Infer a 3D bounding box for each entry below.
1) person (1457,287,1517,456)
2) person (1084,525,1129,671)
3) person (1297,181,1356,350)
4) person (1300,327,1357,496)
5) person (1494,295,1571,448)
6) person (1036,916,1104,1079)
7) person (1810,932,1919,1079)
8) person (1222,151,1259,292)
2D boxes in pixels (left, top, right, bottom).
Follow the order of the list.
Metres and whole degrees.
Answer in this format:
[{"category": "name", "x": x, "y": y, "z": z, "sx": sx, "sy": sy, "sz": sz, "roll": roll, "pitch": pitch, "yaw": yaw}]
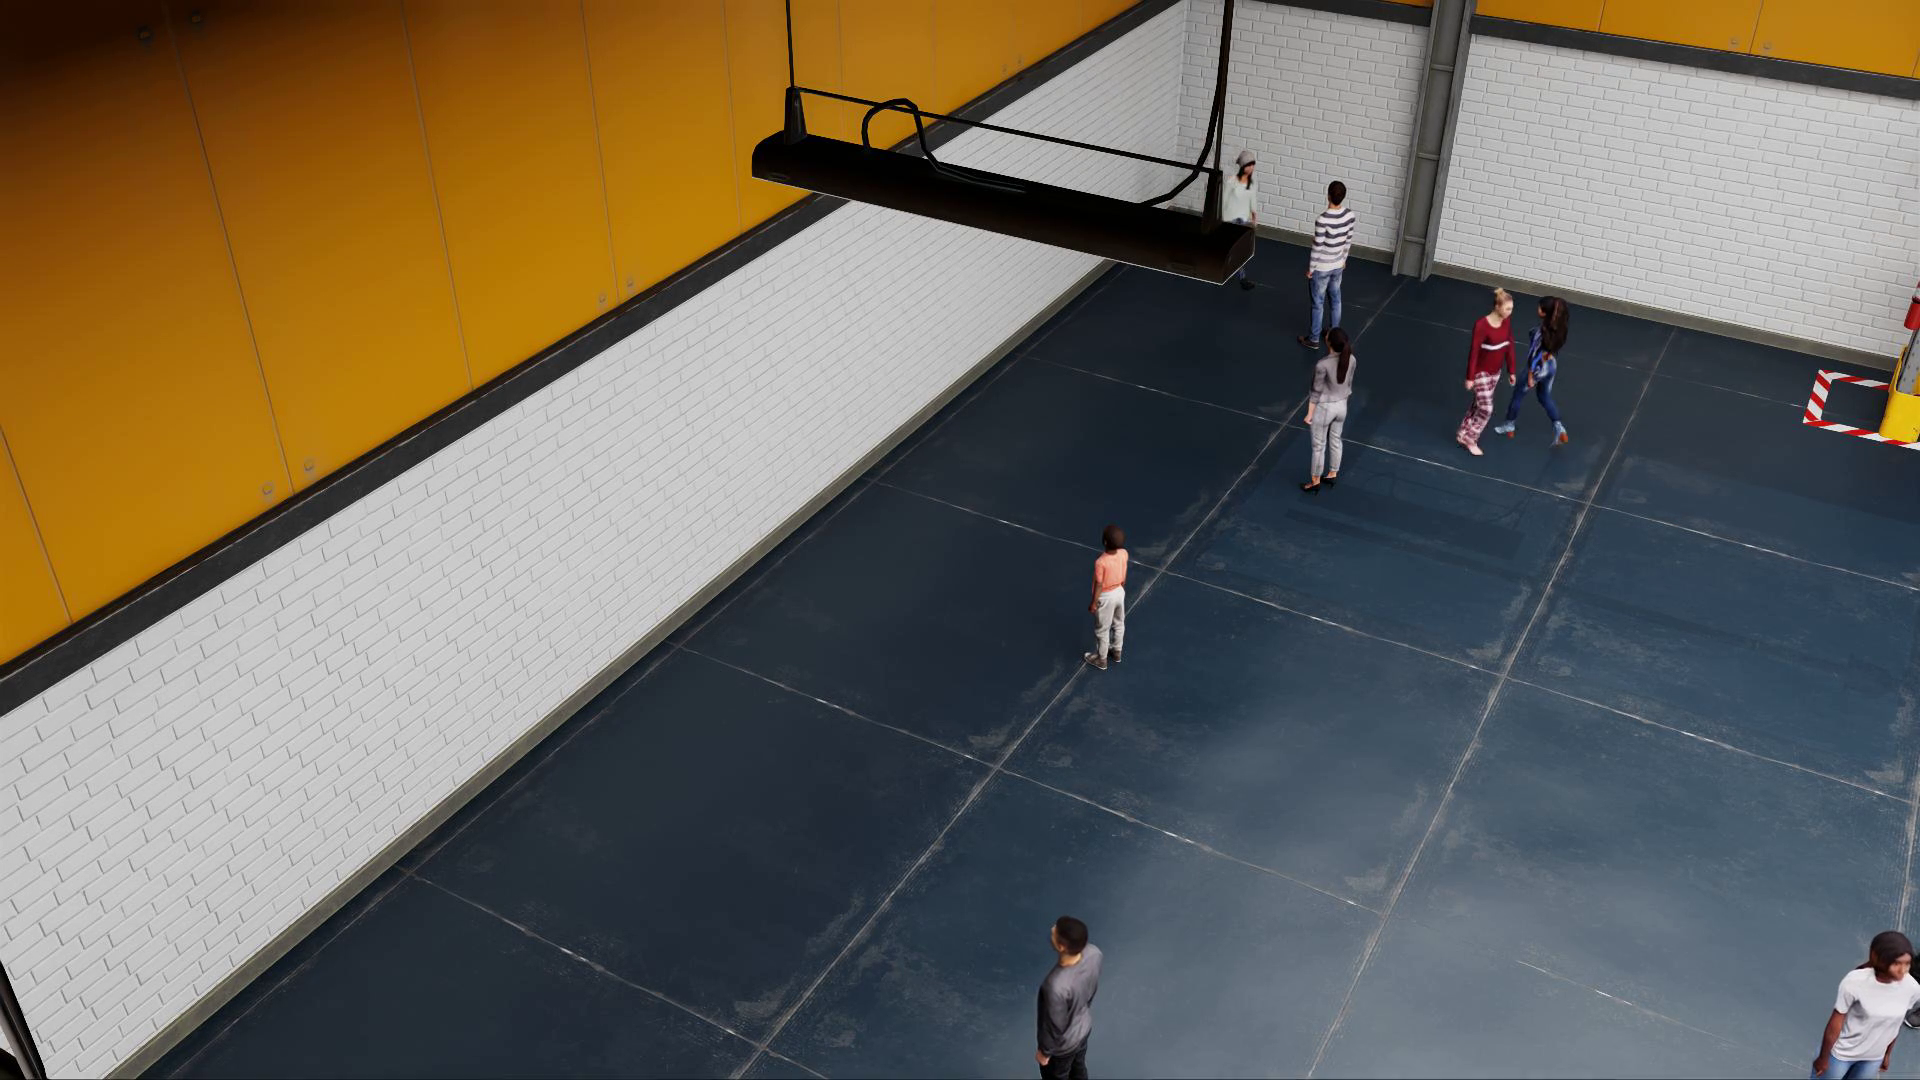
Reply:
[{"category": "person", "x": 4.993, "y": -1.654, "z": 15.978, "sx": 0.729, "sy": 1.693, "sz": 0.758, "roll": -21, "pitch": 39, "yaw": -29}, {"category": "person", "x": 1.188, "y": 0.440, "z": 13.172, "sx": 0.558, "sy": 1.310, "sz": 0.581, "roll": -21, "pitch": 39, "yaw": -28}, {"category": "person", "x": 3.940, "y": -2.947, "z": 17.777, "sx": 0.723, "sy": 1.855, "sz": 0.728, "roll": -16, "pitch": 37, "yaw": -22}, {"category": "person", "x": 3.388, "y": -1.183, "z": 15.283, "sx": 0.714, "sy": 1.677, "sz": 0.741, "roll": -16, "pitch": 37, "yaw": -23}, {"category": "person", "x": 5.629, "y": -1.605, "z": 15.992, "sx": 0.877, "sy": 1.596, "sz": 1.078, "roll": -22, "pitch": 39, "yaw": -29}, {"category": "person", "x": 0.590, "y": 2.750, "z": 9.290, "sx": 0.561, "sy": 1.761, "sz": 0.630, "roll": 22, "pitch": 39, "yaw": 29}, {"category": "person", "x": 4.940, "y": 2.827, "z": 9.213, "sx": 0.636, "sy": 1.718, "sz": 0.731, "roll": -2, "pitch": 34, "yaw": -3}, {"category": "person", "x": 3.120, "y": -3.715, "z": 19.159, "sx": 0.957, "sy": 1.603, "sz": 1.151, "roll": -15, "pitch": 37, "yaw": -22}]
